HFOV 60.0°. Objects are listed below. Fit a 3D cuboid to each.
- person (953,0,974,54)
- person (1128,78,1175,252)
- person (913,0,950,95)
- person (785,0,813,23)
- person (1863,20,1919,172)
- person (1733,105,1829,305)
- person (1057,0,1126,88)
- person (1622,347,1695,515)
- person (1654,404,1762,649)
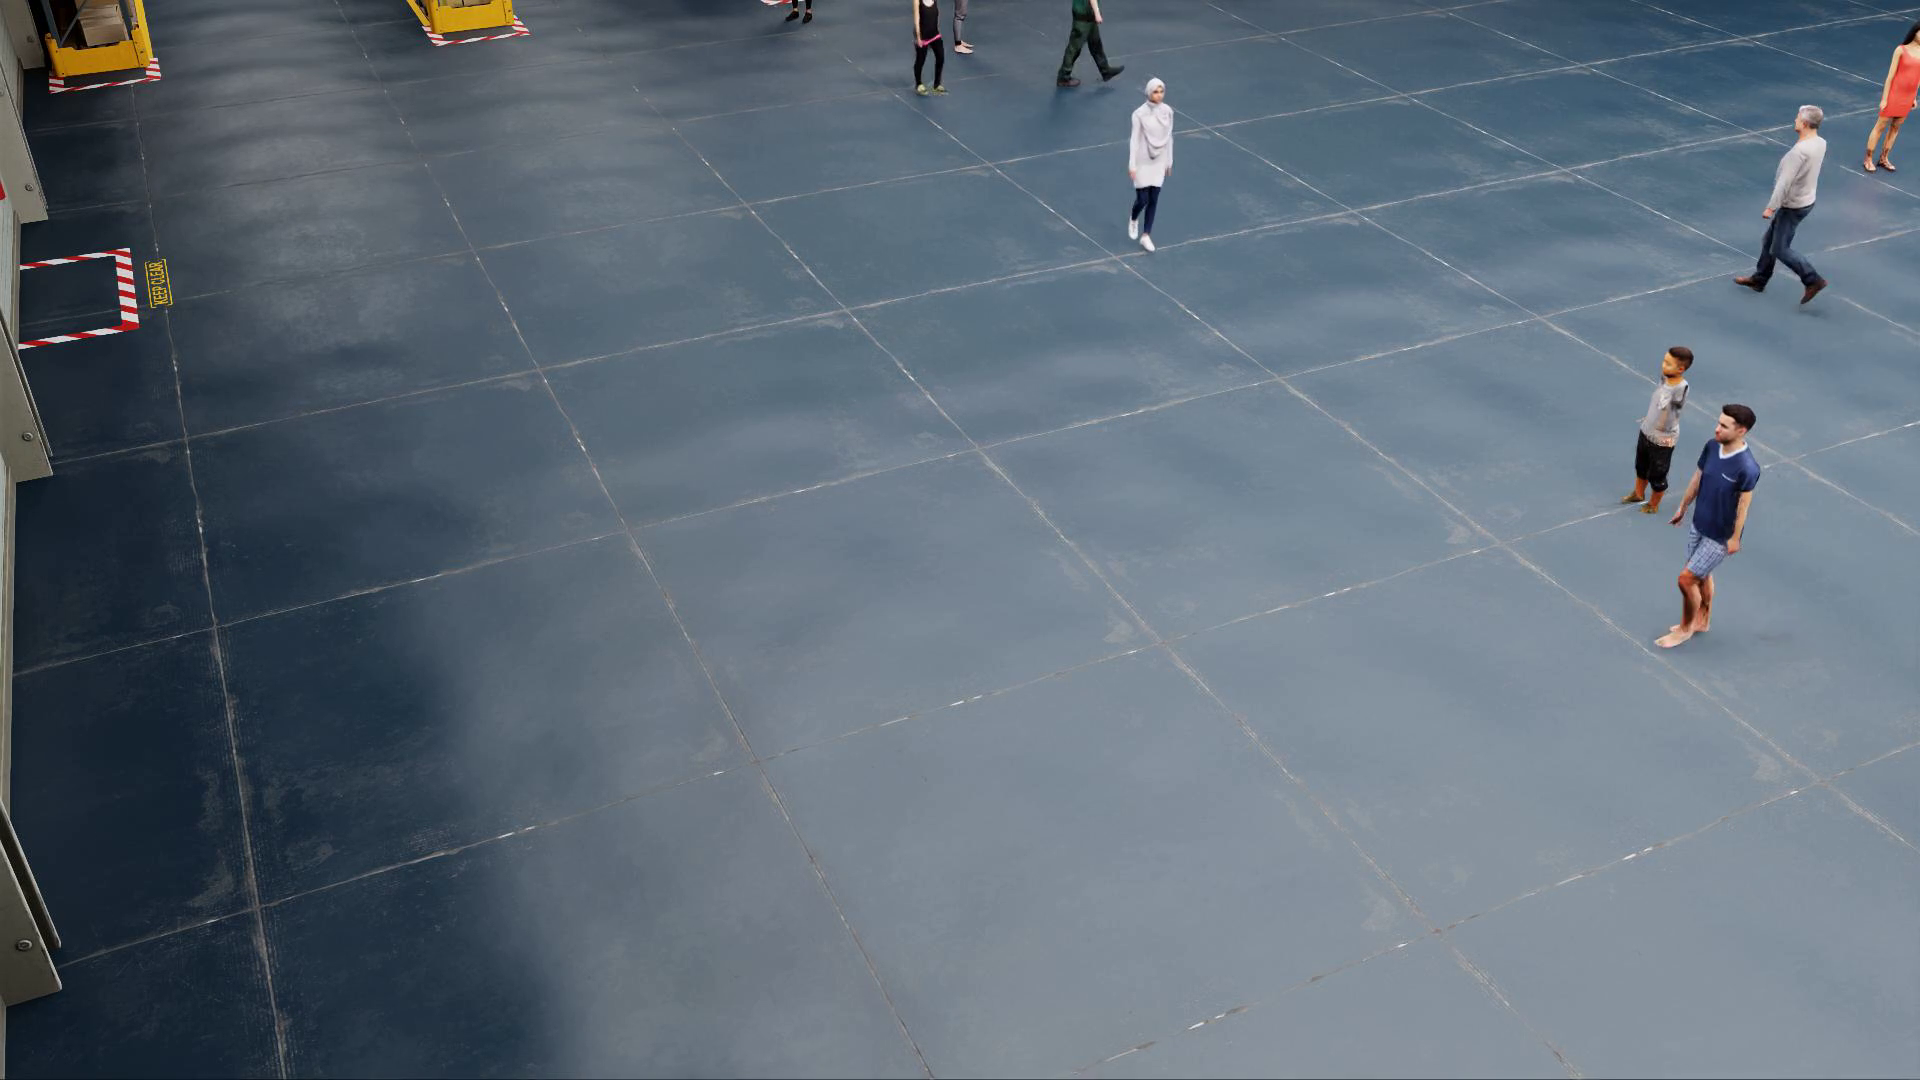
[{"bbox_3d":[0.023,-7.672,22.843,0.822,1.843,0.674,2,33,4],"label":"person"},{"bbox_3d":[1.911,-3.875,17.070,0.653,1.770,0.716,-10,34,-15],"label":"person"},{"bbox_3d":[-0.478,-6.491,21.308,0.645,1.536,0.766,-24,40,-32],"label":"person"},{"bbox_3d":[-2.342,-8.422,24.115,0.663,1.713,0.732,13,35,19],"label":"person"},{"bbox_3d":[10.709,-5.076,18.960,0.647,1.723,0.621,-4,33,-7],"label":"person"},{"bbox_3d":[8.022,-3.156,15.864,1.230,1.880,1.025,25,40,33],"label":"person"},{"bbox_3d":[1.510,-6.743,21.401,1.021,1.858,1.190,-4,33,-5],"label":"person"},{"bbox_3d":[5.387,-0.882,12.758,0.684,1.454,0.499,-7,34,-10],"label":"person"},{"bbox_3d":[5.159,-0.094,11.205,0.781,1.827,0.728,-6,33,-8],"label":"person"}]
